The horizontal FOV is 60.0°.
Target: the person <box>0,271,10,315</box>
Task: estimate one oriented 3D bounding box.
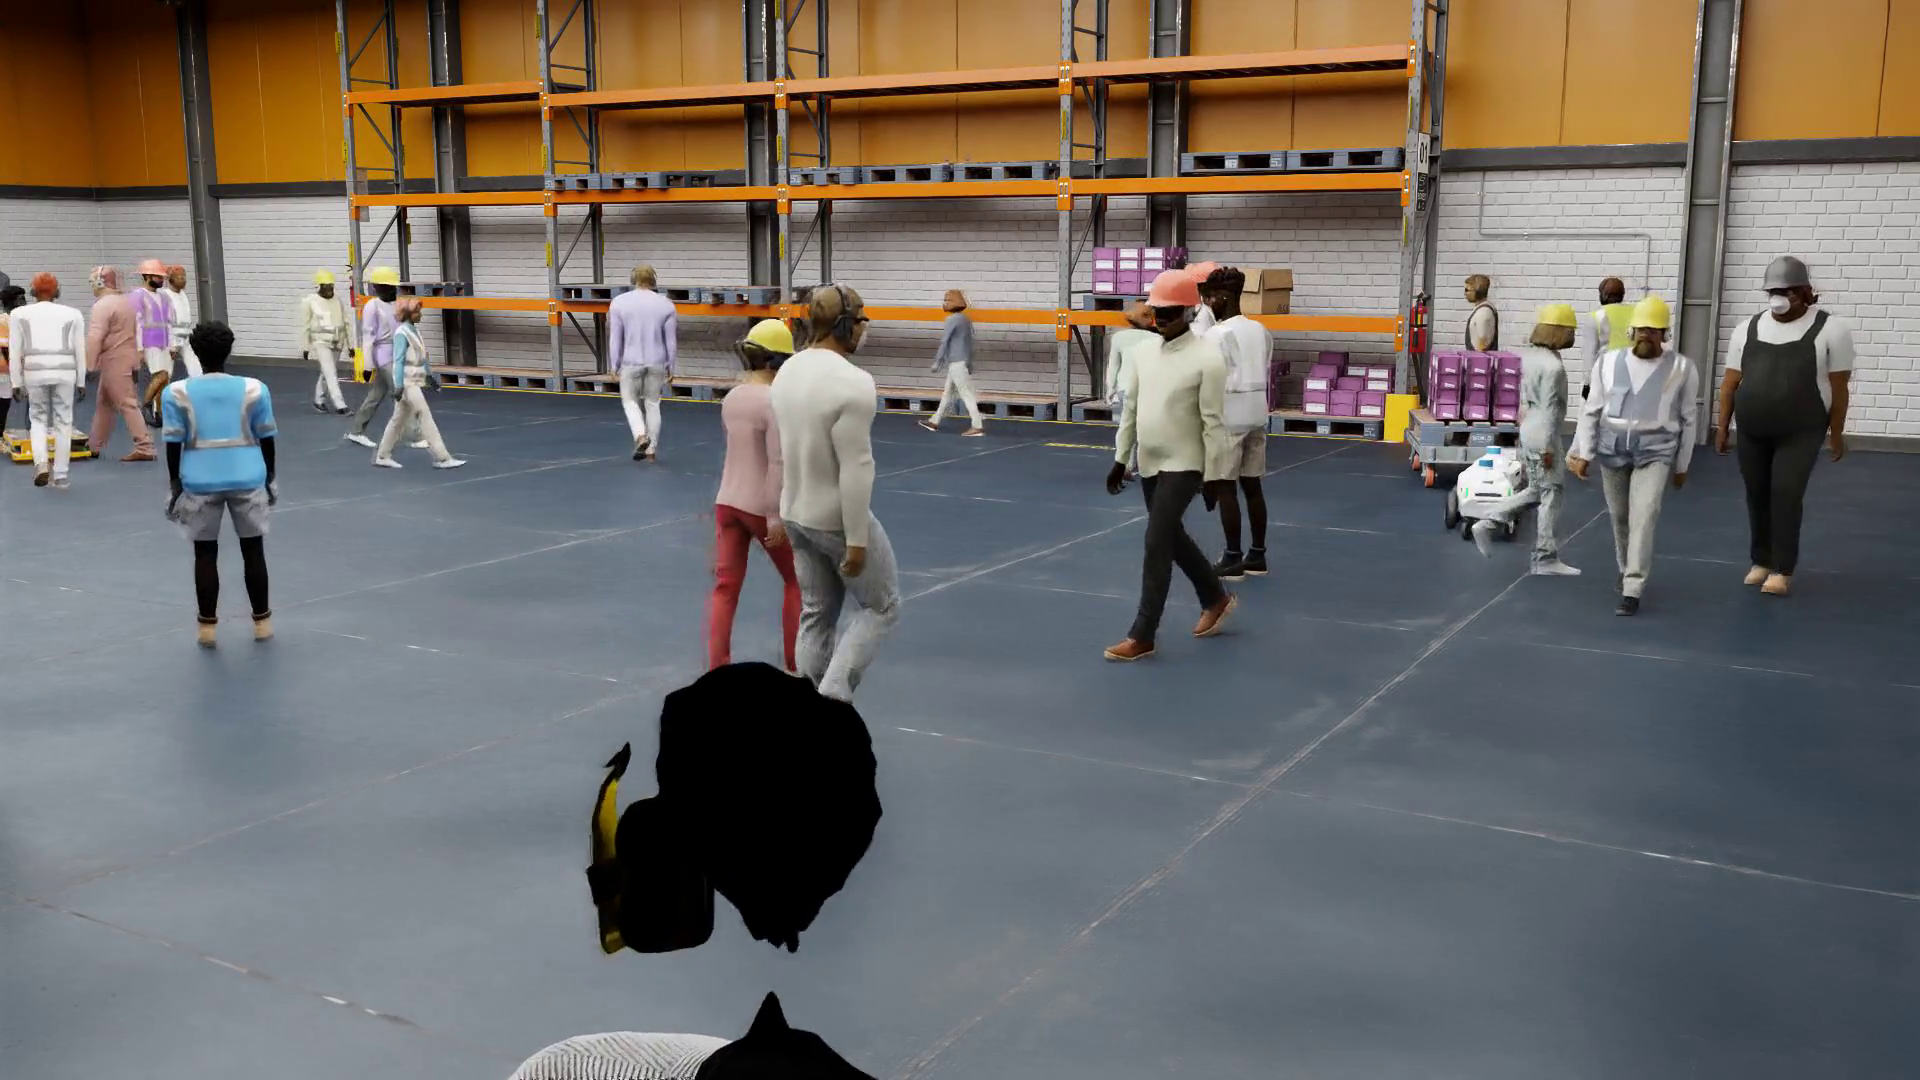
[{"bbox_3d":[-16.365,-3.855,28.134,0.371,1.933,0.627,6,12,31],"label":"person"}]

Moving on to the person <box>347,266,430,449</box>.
[{"bbox_3d":[-5.892,-1.860,17.033,1.021,1.873,0.597,1,10,5],"label":"person"}]

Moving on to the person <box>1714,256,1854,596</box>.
[{"bbox_3d":[4.832,-0.692,9.912,0.791,2.000,0.699,-9,14,-43],"label":"person"}]

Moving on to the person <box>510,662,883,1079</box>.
[{"bbox_3d":[-0.114,0.954,1.075,0.512,1.872,0.330,6,12,31],"label":"person"}]

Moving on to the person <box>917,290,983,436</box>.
[{"bbox_3d":[-0.100,-1.938,18.246,0.859,1.587,0.507,4,11,20],"label":"person"}]

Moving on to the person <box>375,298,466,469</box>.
[{"bbox_3d":[-5.074,-1.441,15.426,0.851,1.594,0.513,-1,10,-8],"label":"person"}]

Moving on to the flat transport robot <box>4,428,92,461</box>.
[{"bbox_3d":[-9.060,-0.963,16.457,0.652,0.197,1.431,-7,12,-34],"label":"flat transport robot"}]

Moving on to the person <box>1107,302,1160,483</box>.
[{"bbox_3d":[1.576,-1.310,14.726,0.501,1.578,0.855,7,12,34],"label":"person"}]

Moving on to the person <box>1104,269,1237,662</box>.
[{"bbox_3d":[1.116,-0.399,8.494,0.961,1.964,0.616,-7,12,-34],"label":"person"}]

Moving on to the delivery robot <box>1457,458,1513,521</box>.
[{"bbox_3d":[3.745,-0.342,11.874,0.477,0.478,0.707,2,10,13],"label":"delivery robot"}]

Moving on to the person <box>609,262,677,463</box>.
[{"bbox_3d":[-3.001,-1.672,15.804,0.644,1.916,0.476,-3,11,-19],"label":"person"}]

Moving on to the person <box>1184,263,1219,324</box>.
[{"bbox_3d":[2.281,-1.655,15.737,0.471,1.917,0.558,5,11,28],"label":"person"}]

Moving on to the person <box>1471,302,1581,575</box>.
[{"bbox_3d":[3.606,-0.632,10.459,0.577,1.722,0.493,0,10,2],"label":"person"}]

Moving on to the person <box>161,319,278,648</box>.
[{"bbox_3d":[-3.804,-0.285,8.590,0.545,1.696,0.321,-5,11,-25],"label":"person"}]

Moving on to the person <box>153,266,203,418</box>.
[{"bbox_3d":[-9.251,-2.334,19.795,0.989,1.827,0.582,3,10,14],"label":"person"}]

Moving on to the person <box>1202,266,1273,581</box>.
[{"bbox_3d":[1.693,-0.724,10.375,0.613,1.946,0.433,-9,13,-41],"label":"person"}]

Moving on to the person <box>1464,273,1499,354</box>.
[{"bbox_3d":[5.073,-1.642,15.957,0.701,1.817,0.514,5,11,27],"label":"person"}]

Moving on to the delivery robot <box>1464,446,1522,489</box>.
[{"bbox_3d":[4.030,-0.469,12.590,0.477,0.478,0.707,5,11,26],"label":"delivery robot"}]

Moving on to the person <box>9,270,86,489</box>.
[{"bbox_3d":[-7.747,-1.354,14.173,0.579,1.866,0.418,-5,11,-25],"label":"person"}]

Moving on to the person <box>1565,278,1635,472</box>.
[{"bbox_3d":[5.837,-1.457,14.956,0.654,1.790,0.983,-2,10,-13],"label":"person"}]

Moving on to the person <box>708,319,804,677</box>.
[{"bbox_3d":[-0.902,-0.137,7.666,0.519,1.730,0.738,9,14,42],"label":"person"}]

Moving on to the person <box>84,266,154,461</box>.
[{"bbox_3d":[-8.234,-1.670,15.946,0.916,1.870,0.649,-2,10,-9],"label":"person"}]

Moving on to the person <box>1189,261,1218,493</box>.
[{"bbox_3d":[2.048,-1.364,14.005,0.361,1.940,0.543,0,10,2],"label":"person"}]

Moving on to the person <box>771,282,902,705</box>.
[{"bbox_3d":[-0.501,-0.064,6.704,0.432,1.927,0.632,-9,13,-42],"label":"person"}]

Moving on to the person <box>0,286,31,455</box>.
[{"bbox_3d":[-9.364,-1.680,16.538,0.654,1.676,0.536,1,10,4],"label":"person"}]

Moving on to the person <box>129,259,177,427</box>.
[{"bbox_3d":[-9.107,-2.214,18.871,0.402,1.918,0.565,2,10,9],"label":"person"}]

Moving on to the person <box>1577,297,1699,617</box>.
[{"bbox_3d":[3.915,-0.504,9.611,0.581,1.795,0.940,7,12,35],"label":"person"}]

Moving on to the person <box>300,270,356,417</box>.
[{"bbox_3d":[-7.758,-2.417,20.410,0.921,1.789,0.609,6,12,32],"label":"person"}]
